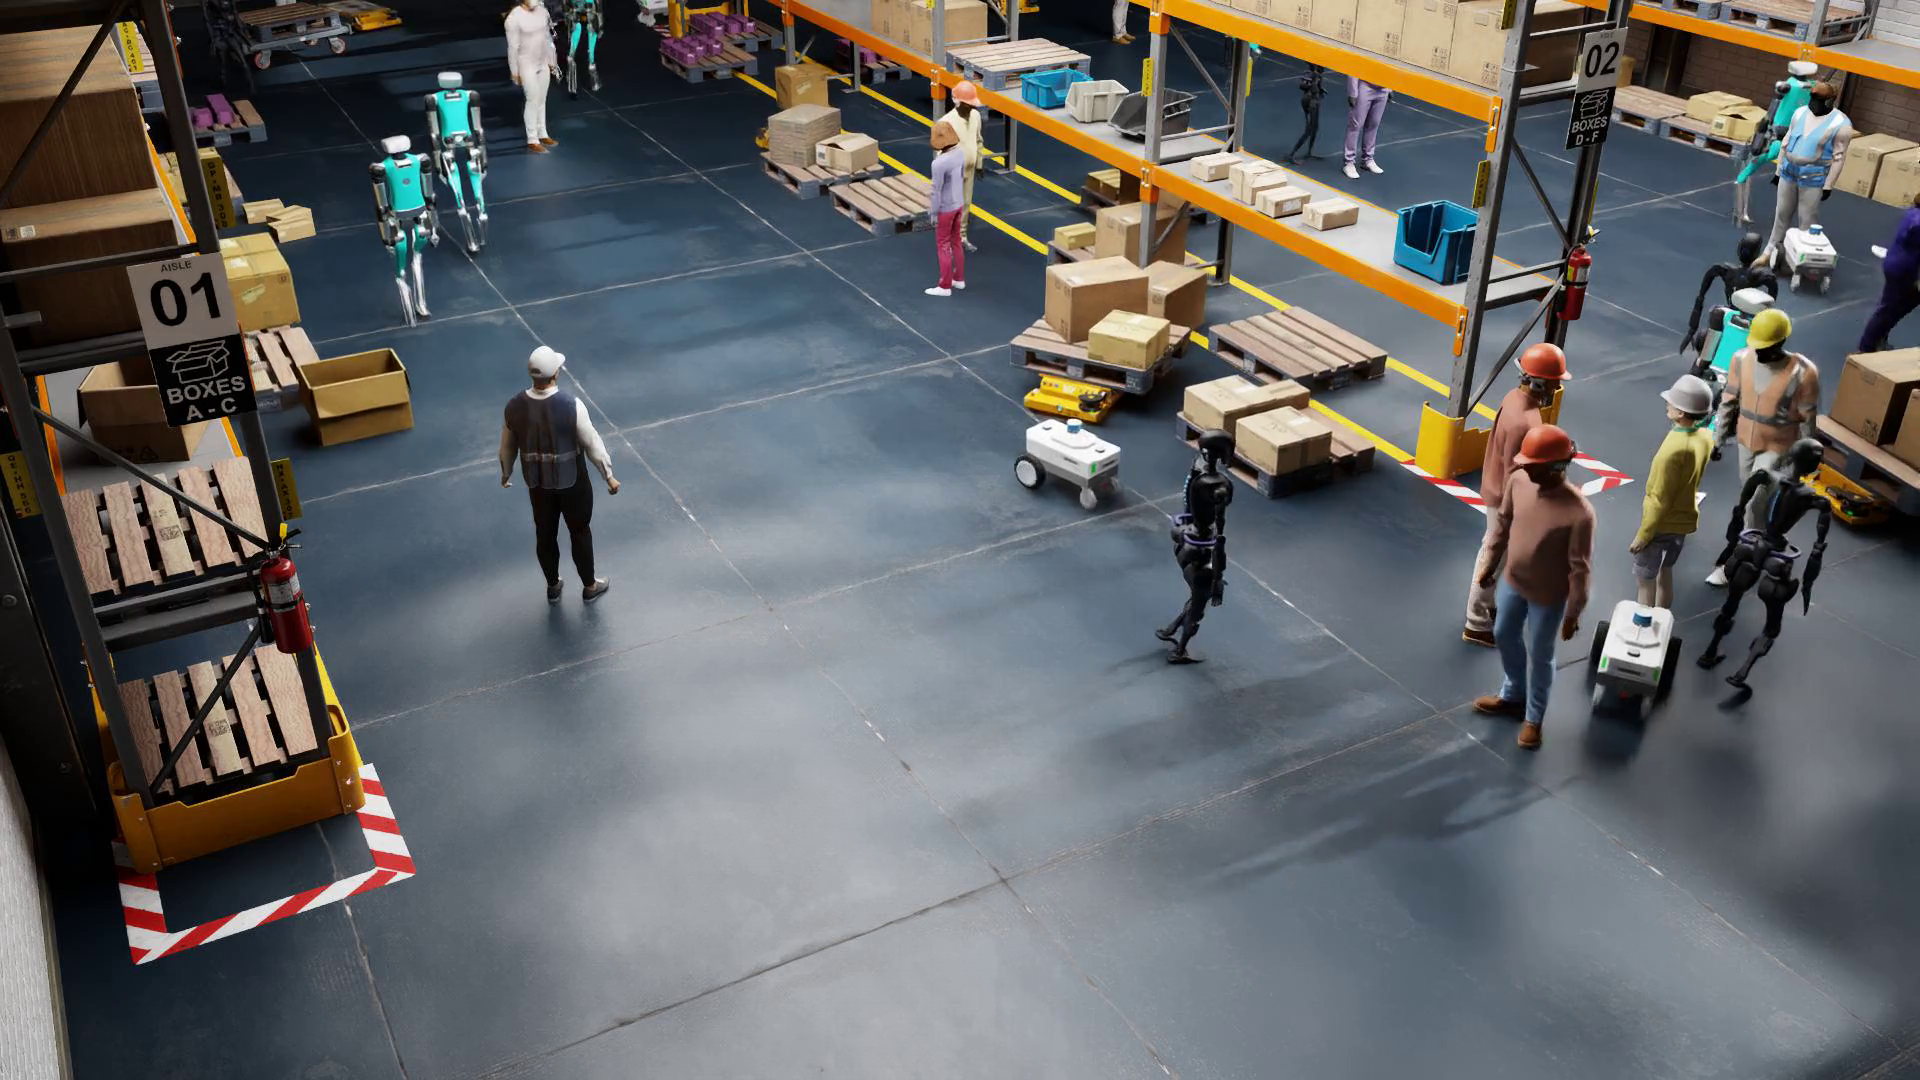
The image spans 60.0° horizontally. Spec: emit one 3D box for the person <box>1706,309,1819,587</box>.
[{"bbox_3d":[5.186,-0.620,10.877,0.847,1.874,0.623,-16,34,-26],"label":"person"}]

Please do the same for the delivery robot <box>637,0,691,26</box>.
[{"bbox_3d":[-4.502,-8.136,25.306,0.803,0.614,0.499,-18,35,-29],"label":"delivery robot"}]

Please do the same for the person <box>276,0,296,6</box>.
[{"bbox_3d":[-10.008,-8.478,24.590,0.429,1.841,0.635,6,30,10],"label":"person"}]

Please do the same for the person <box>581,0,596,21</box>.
[{"bbox_3d":[-5.617,-8.555,24.899,0.573,1.658,0.981,-1,30,-2],"label":"person"}]

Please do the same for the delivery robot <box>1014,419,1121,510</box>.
[{"bbox_3d":[0.817,-0.602,12.162,0.499,0.587,0.789,-26,39,-38],"label":"delivery robot"}]

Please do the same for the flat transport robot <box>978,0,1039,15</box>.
[{"bbox_3d":[0.660,-8.555,26.303,0.659,0.231,1.431,-12,32,-19],"label":"flat transport robot"}]

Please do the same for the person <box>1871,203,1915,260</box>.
[{"bbox_3d":[9.340,-3.465,15.875,0.541,1.830,0.905,-12,32,-20],"label":"person"}]

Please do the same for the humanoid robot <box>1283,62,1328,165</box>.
[{"bbox_3d":[3.981,-5.120,18.910,0.411,1.652,0.589,8,31,13],"label":"humanoid robot"}]

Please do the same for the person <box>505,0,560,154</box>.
[{"bbox_3d":[-4.949,-5.486,19.302,0.381,1.928,0.642,14,33,23],"label":"person"}]

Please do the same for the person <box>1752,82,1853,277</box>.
[{"bbox_3d":[8.018,-3.434,15.811,0.429,1.839,0.632,-16,33,-25],"label":"person"}]

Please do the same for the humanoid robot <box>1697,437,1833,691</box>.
[{"bbox_3d":[4.713,0.147,9.754,0.448,1.636,0.609,-20,36,-31],"label":"humanoid robot"}]

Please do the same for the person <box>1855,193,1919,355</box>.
[{"bbox_3d":[7.950,-2.261,13.998,0.449,1.611,0.446,14,33,23],"label":"person"}]

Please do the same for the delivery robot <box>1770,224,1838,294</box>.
[{"bbox_3d":[8.079,-2.711,15.842,0.499,0.595,0.781,6,30,11],"label":"delivery robot"}]

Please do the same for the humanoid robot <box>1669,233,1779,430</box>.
[{"bbox_3d":[5.856,-1.558,12.709,0.609,1.653,0.323,15,33,24],"label":"humanoid robot"}]

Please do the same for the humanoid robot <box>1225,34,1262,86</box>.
[{"bbox_3d":[3.714,-6.719,21.680,0.732,1.841,0.539,7,31,11],"label":"humanoid robot"}]

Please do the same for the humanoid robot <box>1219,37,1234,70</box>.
[{"bbox_3d":[3.784,-7.292,22.676,0.315,1.657,0.599,-5,30,-9],"label":"humanoid robot"}]

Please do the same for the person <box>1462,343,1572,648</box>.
[{"bbox_3d":[3.383,-0.275,10.171,0.403,1.986,0.610,9,31,15],"label":"person"}]

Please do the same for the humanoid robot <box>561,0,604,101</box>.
[{"bbox_3d":[-4.906,-6.536,21.343,0.541,1.776,0.969,3,30,5],"label":"humanoid robot"}]

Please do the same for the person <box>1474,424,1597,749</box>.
[{"bbox_3d":[3.186,0.258,9.259,0.443,1.970,0.682,-13,32,-21],"label":"person"}]

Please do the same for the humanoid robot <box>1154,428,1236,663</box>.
[{"bbox_3d":[1.419,0.060,9.897,0.348,1.640,0.608,-6,30,-11],"label":"humanoid robot"}]

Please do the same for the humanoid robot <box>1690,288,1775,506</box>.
[{"bbox_3d":[5.054,-0.827,11.379,0.985,1.729,0.530,-17,34,-27],"label":"humanoid robot"}]

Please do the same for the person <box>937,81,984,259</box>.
[{"bbox_3d":[0.027,-3.622,16.240,0.372,1.737,0.578,22,37,34],"label":"person"}]

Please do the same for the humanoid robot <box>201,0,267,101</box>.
[{"bbox_3d":[-9.320,-6.411,21.167,0.647,1.637,0.601,13,32,21],"label":"humanoid robot"}]

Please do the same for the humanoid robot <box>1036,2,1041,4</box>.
[{"bbox_3d":[1.138,-9.355,26.267,0.315,1.657,0.599,-8,31,-14],"label":"humanoid robot"}]

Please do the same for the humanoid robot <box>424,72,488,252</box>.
[{"bbox_3d":[-4.817,-3.595,16.221,0.541,1.799,0.821,-14,33,-23],"label":"humanoid robot"}]

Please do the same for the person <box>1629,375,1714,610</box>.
[{"bbox_3d":[4.223,-0.103,9.961,0.472,1.894,0.385,-23,37,-34],"label":"person"}]

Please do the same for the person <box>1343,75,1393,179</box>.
[{"bbox_3d":[4.571,-4.998,18.464,0.639,1.913,0.413,-16,34,-26],"label":"person"}]

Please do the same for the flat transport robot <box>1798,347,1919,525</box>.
[{"bbox_3d":[6.895,-0.409,12.122,1.431,0.231,0.659,-7,31,-13],"label":"flat transport robot"}]

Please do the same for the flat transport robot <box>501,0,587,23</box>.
[{"bbox_3d":[-6.254,-8.058,25.437,1.431,0.231,0.659,-12,32,-19],"label":"flat transport robot"}]

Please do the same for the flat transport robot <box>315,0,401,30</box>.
[{"bbox_3d":[-9.200,-8.015,25.361,1.431,0.231,0.659,25,38,36],"label":"flat transport robot"}]

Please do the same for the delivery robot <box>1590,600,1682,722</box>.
[{"bbox_3d":[4.038,0.679,9.959,0.499,0.614,0.818,14,33,23],"label":"delivery robot"}]

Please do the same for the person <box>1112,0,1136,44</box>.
[{"bbox_3d":[2.380,-8.146,23.958,0.352,1.898,0.562,11,32,18],"label":"person"}]

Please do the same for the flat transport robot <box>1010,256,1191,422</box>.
[{"bbox_3d":[1.135,-1.383,13.817,0.659,0.231,1.431,15,33,25],"label":"flat transport robot"}]

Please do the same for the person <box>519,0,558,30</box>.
[{"bbox_3d":[-6.371,-8.415,24.496,0.691,1.839,0.556,14,33,23],"label":"person"}]

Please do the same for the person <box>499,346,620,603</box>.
[{"bbox_3d":[-2.572,-0.405,10.618,0.766,1.757,0.447,3,30,5],"label":"person"}]

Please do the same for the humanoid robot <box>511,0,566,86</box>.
[{"bbox_3d":[-5.509,-6.911,22.026,0.935,1.805,0.548,18,34,28],"label":"humanoid robot"}]

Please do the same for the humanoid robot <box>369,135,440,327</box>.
[{"bbox_3d":[-4.932,-2.729,14.755,0.541,1.846,0.772,-20,35,-30],"label":"humanoid robot"}]

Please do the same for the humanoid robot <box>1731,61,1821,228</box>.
[{"bbox_3d":[8.207,-4.039,16.996,0.546,1.807,0.767,-9,31,-15],"label":"humanoid robot"}]

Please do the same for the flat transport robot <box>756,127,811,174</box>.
[{"bbox_3d":[-1.807,-4.554,19.337,0.659,0.231,1.431,-15,33,-24],"label":"flat transport robot"}]

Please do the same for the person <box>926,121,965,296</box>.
[{"bbox_3d":[-0.122,-3.055,15.363,0.293,1.627,0.500,16,34,26],"label":"person"}]
